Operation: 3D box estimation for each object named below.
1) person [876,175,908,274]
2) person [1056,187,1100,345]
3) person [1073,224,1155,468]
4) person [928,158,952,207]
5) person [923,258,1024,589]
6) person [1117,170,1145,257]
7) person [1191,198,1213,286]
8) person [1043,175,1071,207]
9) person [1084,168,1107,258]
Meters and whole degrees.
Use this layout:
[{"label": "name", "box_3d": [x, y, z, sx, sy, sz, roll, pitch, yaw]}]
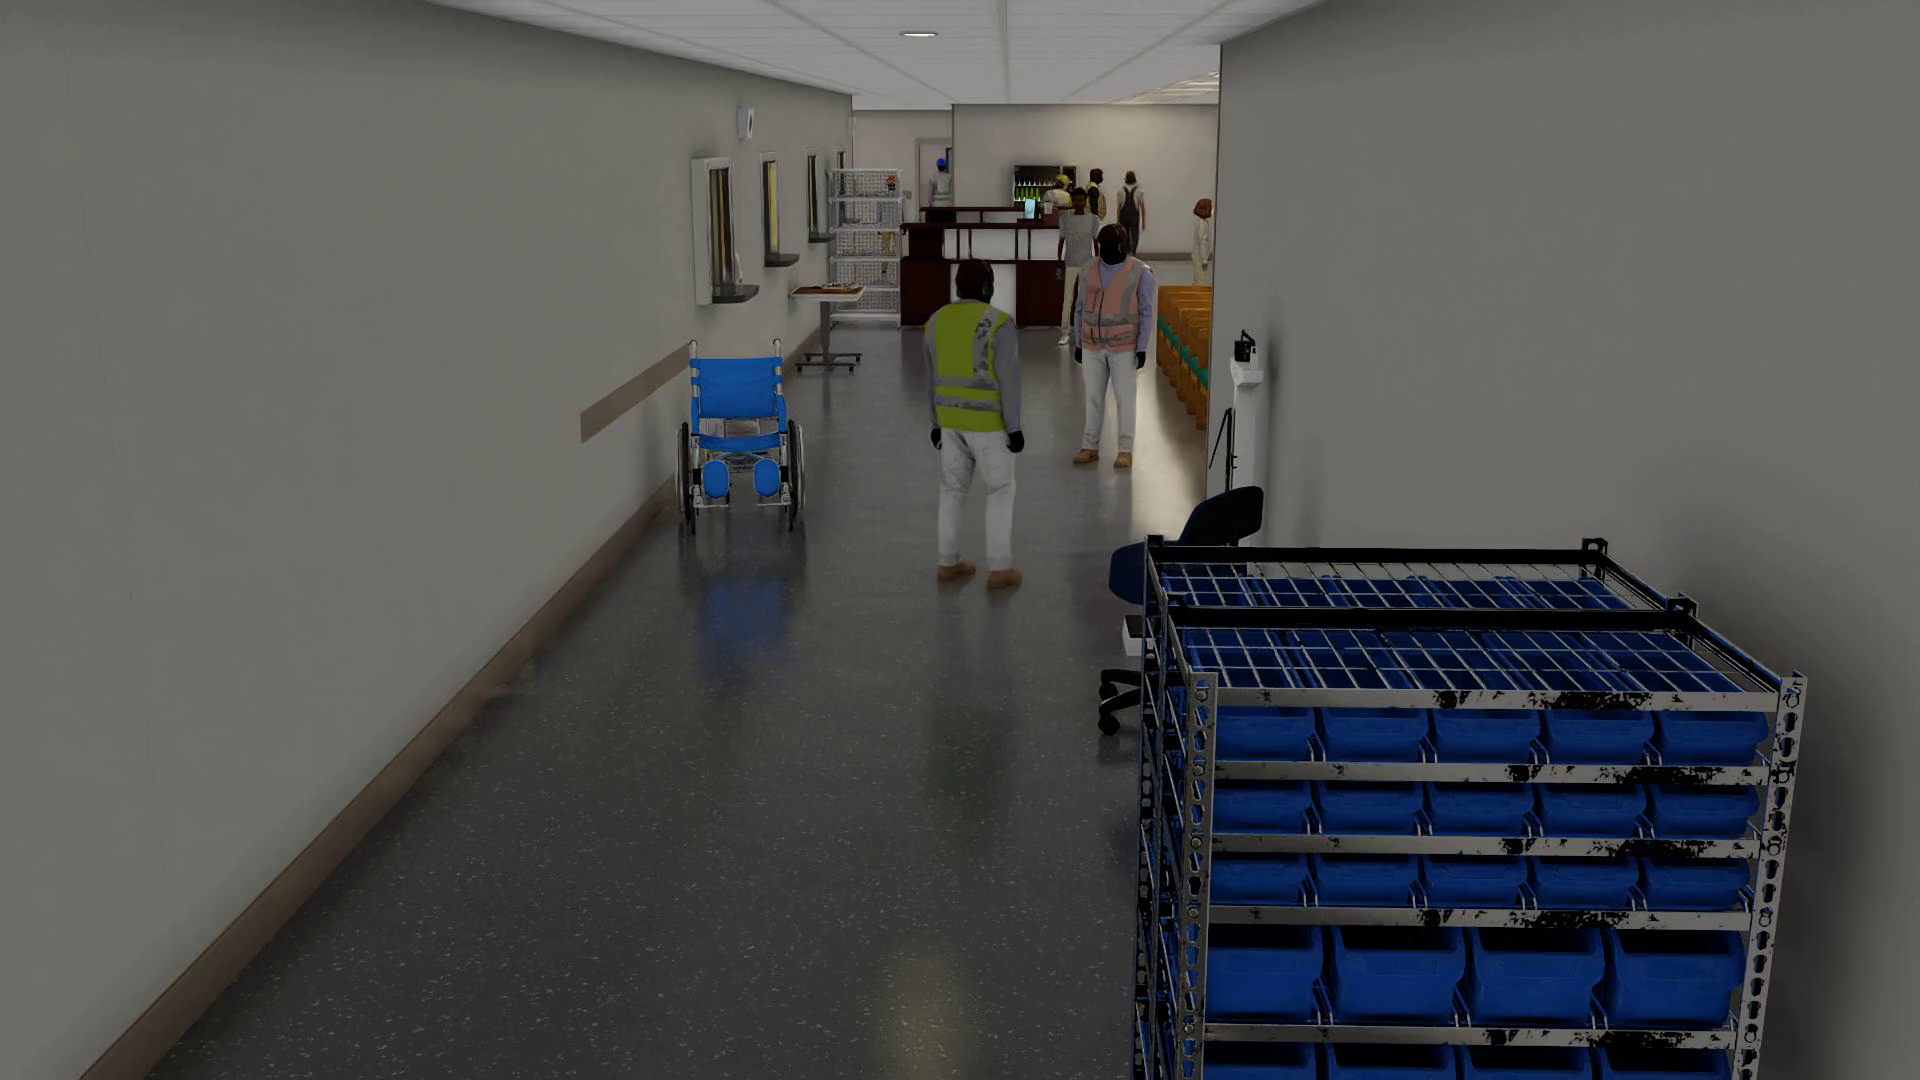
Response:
[{"label": "person", "box_3d": [-1.213, -5.611, 29.616, 0.563, 1.742, 0.361, 0, 14, 1]}, {"label": "person", "box_3d": [1.404, -3.242, 19.751, 0.534, 1.864, 0.309, 1, 14, 6]}, {"label": "person", "box_3d": [1.139, -1.468, 12.614, 0.619, 1.838, 0.430, 7, 16, 28]}, {"label": "person", "box_3d": [-0.379, -7.261, 35.915, 0.625, 1.930, 0.434, -2, 14, -6]}, {"label": "person", "box_3d": [0.081, -0.653, 9.330, 0.640, 1.823, 0.431, 11, 18, 38]}, {"label": "person", "box_3d": [3.108, -5.838, 30.420, 0.534, 1.809, 0.748, 3, 14, 12]}, {"label": "person", "box_3d": [3.228, -3.722, 22.171, 0.279, 1.634, 0.498, 0, 14, 1]}, {"label": "person", "box_3d": [1.660, -5.309, 28.334, 0.663, 1.780, 0.420, -10, 17, -34]}, {"label": "person", "box_3d": [2.487, -5.903, 30.600, 0.429, 1.840, 0.636, 0, 14, 2]}]
